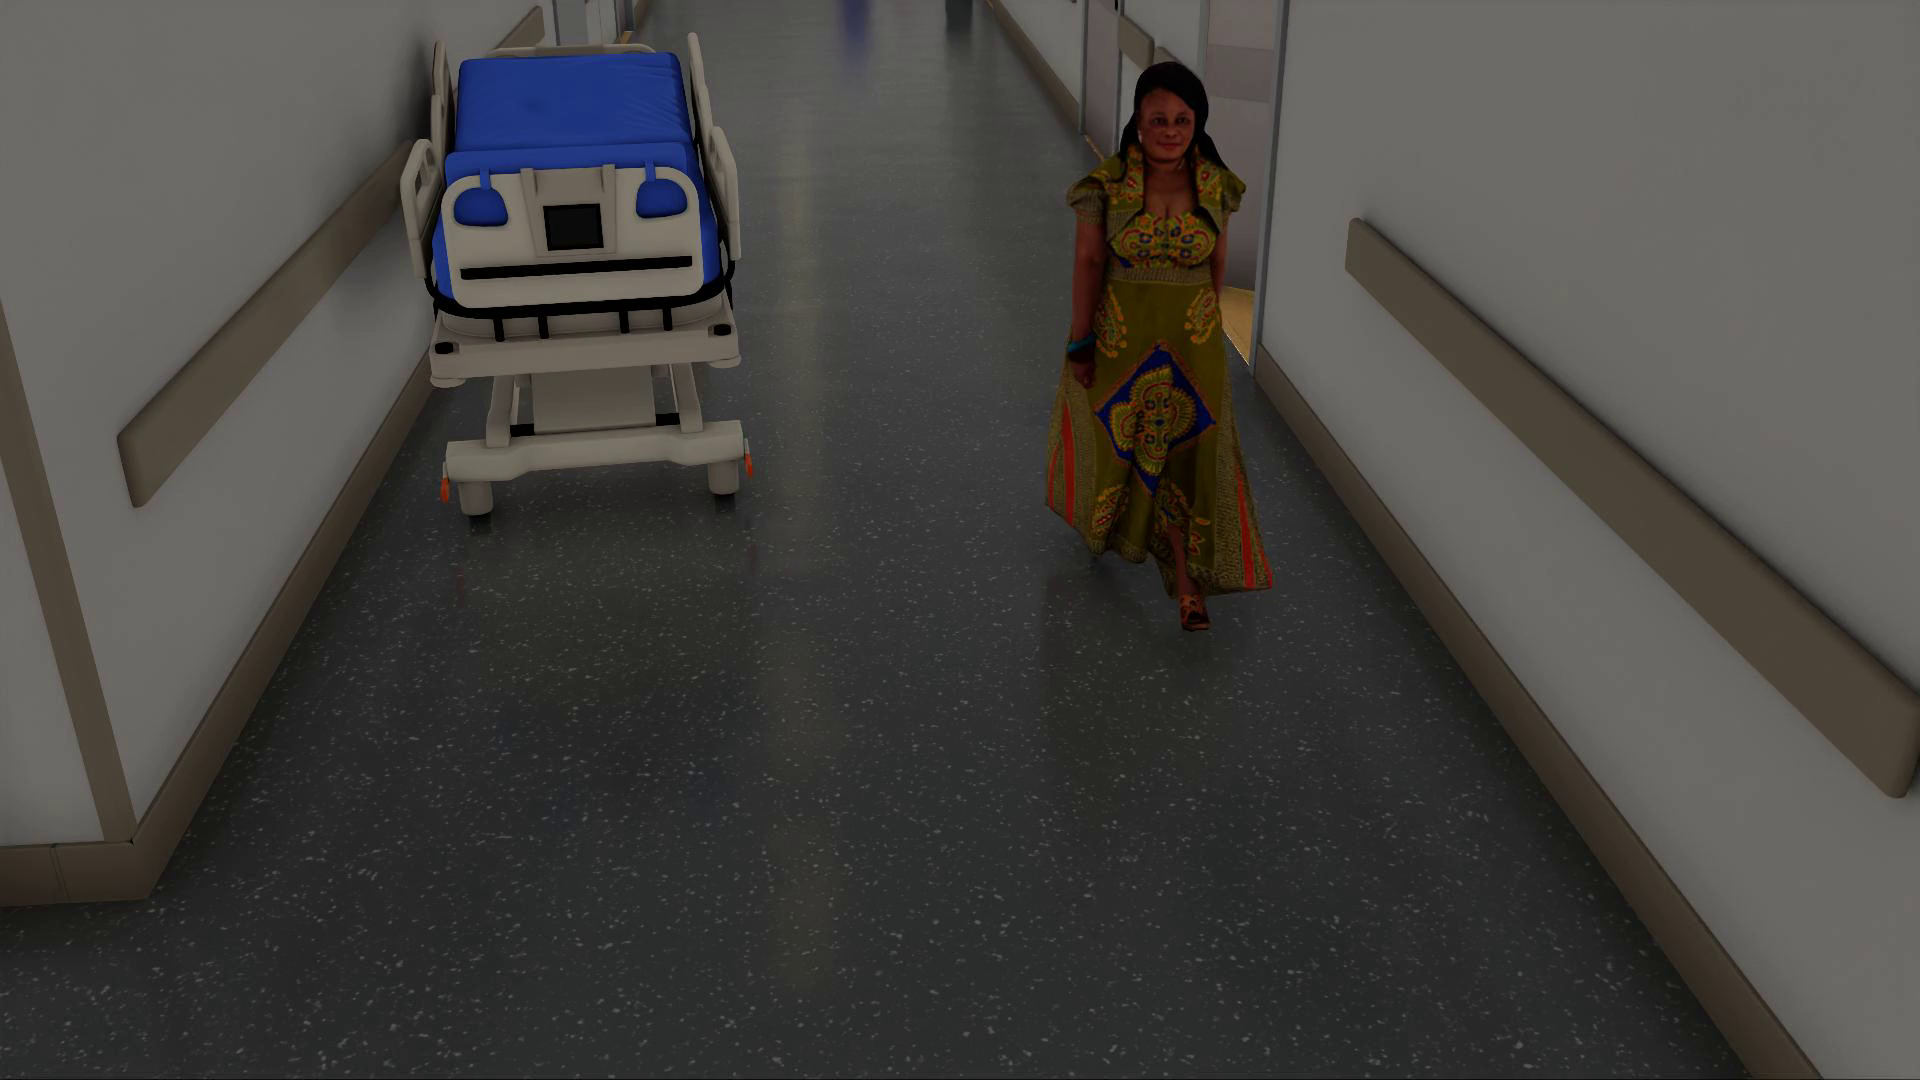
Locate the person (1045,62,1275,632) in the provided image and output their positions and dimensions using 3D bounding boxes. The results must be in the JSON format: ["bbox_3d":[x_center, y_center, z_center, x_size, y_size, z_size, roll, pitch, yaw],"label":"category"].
[{"bbox_3d":[0.550,-0.607,5.078,1.163,1.599,0.828,-3,26,-6],"label":"person"}]
